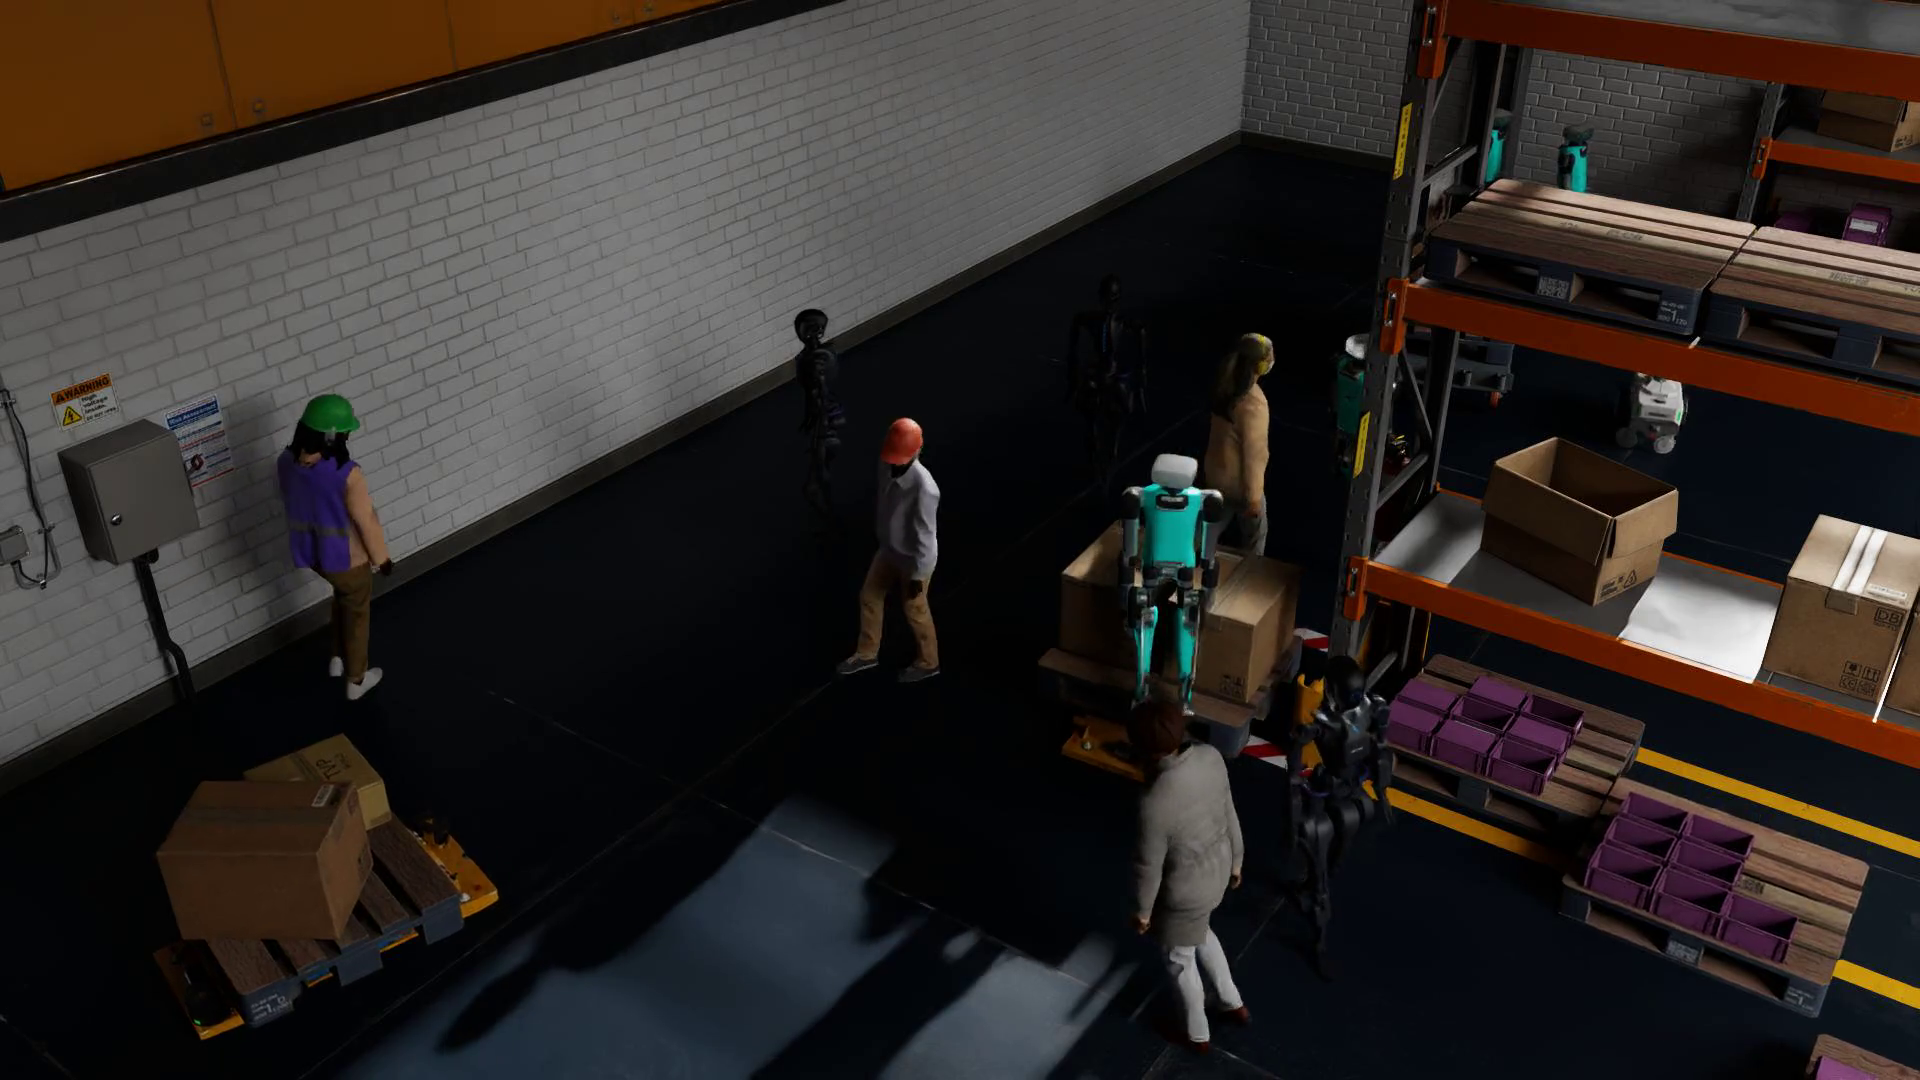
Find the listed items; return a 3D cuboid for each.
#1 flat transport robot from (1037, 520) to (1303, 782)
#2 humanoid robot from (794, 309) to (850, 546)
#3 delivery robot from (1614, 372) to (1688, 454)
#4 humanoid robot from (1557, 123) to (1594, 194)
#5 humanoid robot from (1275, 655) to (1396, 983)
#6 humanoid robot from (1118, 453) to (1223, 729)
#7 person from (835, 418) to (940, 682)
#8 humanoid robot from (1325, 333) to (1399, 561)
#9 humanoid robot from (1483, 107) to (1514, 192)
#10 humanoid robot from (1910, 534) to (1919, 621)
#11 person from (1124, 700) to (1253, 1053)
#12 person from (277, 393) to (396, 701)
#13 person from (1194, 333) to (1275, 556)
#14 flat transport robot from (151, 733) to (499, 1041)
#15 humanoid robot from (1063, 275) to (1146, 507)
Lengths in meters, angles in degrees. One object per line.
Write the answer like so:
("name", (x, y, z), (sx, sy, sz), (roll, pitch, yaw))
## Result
("flat transport robot", (1.191, 0.893, 9.490), (0.659, 0.231, 1.431), (16, 34, 26))
("humanoid robot", (-0.911, -0.752, 10.930), (0.344, 1.646, 0.589), (-8, 31, -13))
("delivery robot", (5.217, -1.021, 12.511), (0.518, 0.581, 0.752), (10, 31, 16))
("humanoid robot", (5.344, -2.554, 14.110), (0.784, 1.864, 0.531), (17, 34, 27))
("humanoid robot", (1.714, 1.210, 7.576), (0.618, 1.648, 0.645), (-10, 32, -17))
("humanoid robot", (1.083, 0.458, 8.764), (0.533, 1.765, 0.703), (3, 30, 6))
("person", (-0.425, 0.096, 9.417), (0.648, 1.711, 0.592), (-16, 34, -26))
("humanoid robot", (2.647, -0.507, 10.459), (0.800, 1.776, 0.530), (-18, 34, -28))
("humanoid robot", (4.726, -2.819, 14.491), (0.665, 1.833, 0.554), (15, 33, 25))
("humanoid robot", (5.523, 0.118, 9.441), (0.650, 1.630, 0.586), (8, 31, 13))
("person", (0.935, 1.445, 7.009), (0.542, 1.794, 0.546), (23, 37, 35))
("person", (-3.475, 0.049, 9.323), (0.579, 1.895, 0.502), (10, 32, 17))
("person", (1.647, -0.399, 10.148), (0.793, 1.849, 0.577), (-10, 31, -16))
("flat transport robot", (-3.008, 1.801, 7.915), (1.431, 0.231, 0.659), (-23, 37, -34))
("humanoid robot", (0.994, -1.040, 11.484), (0.589, 1.637, 0.766), (6, 31, 11))
